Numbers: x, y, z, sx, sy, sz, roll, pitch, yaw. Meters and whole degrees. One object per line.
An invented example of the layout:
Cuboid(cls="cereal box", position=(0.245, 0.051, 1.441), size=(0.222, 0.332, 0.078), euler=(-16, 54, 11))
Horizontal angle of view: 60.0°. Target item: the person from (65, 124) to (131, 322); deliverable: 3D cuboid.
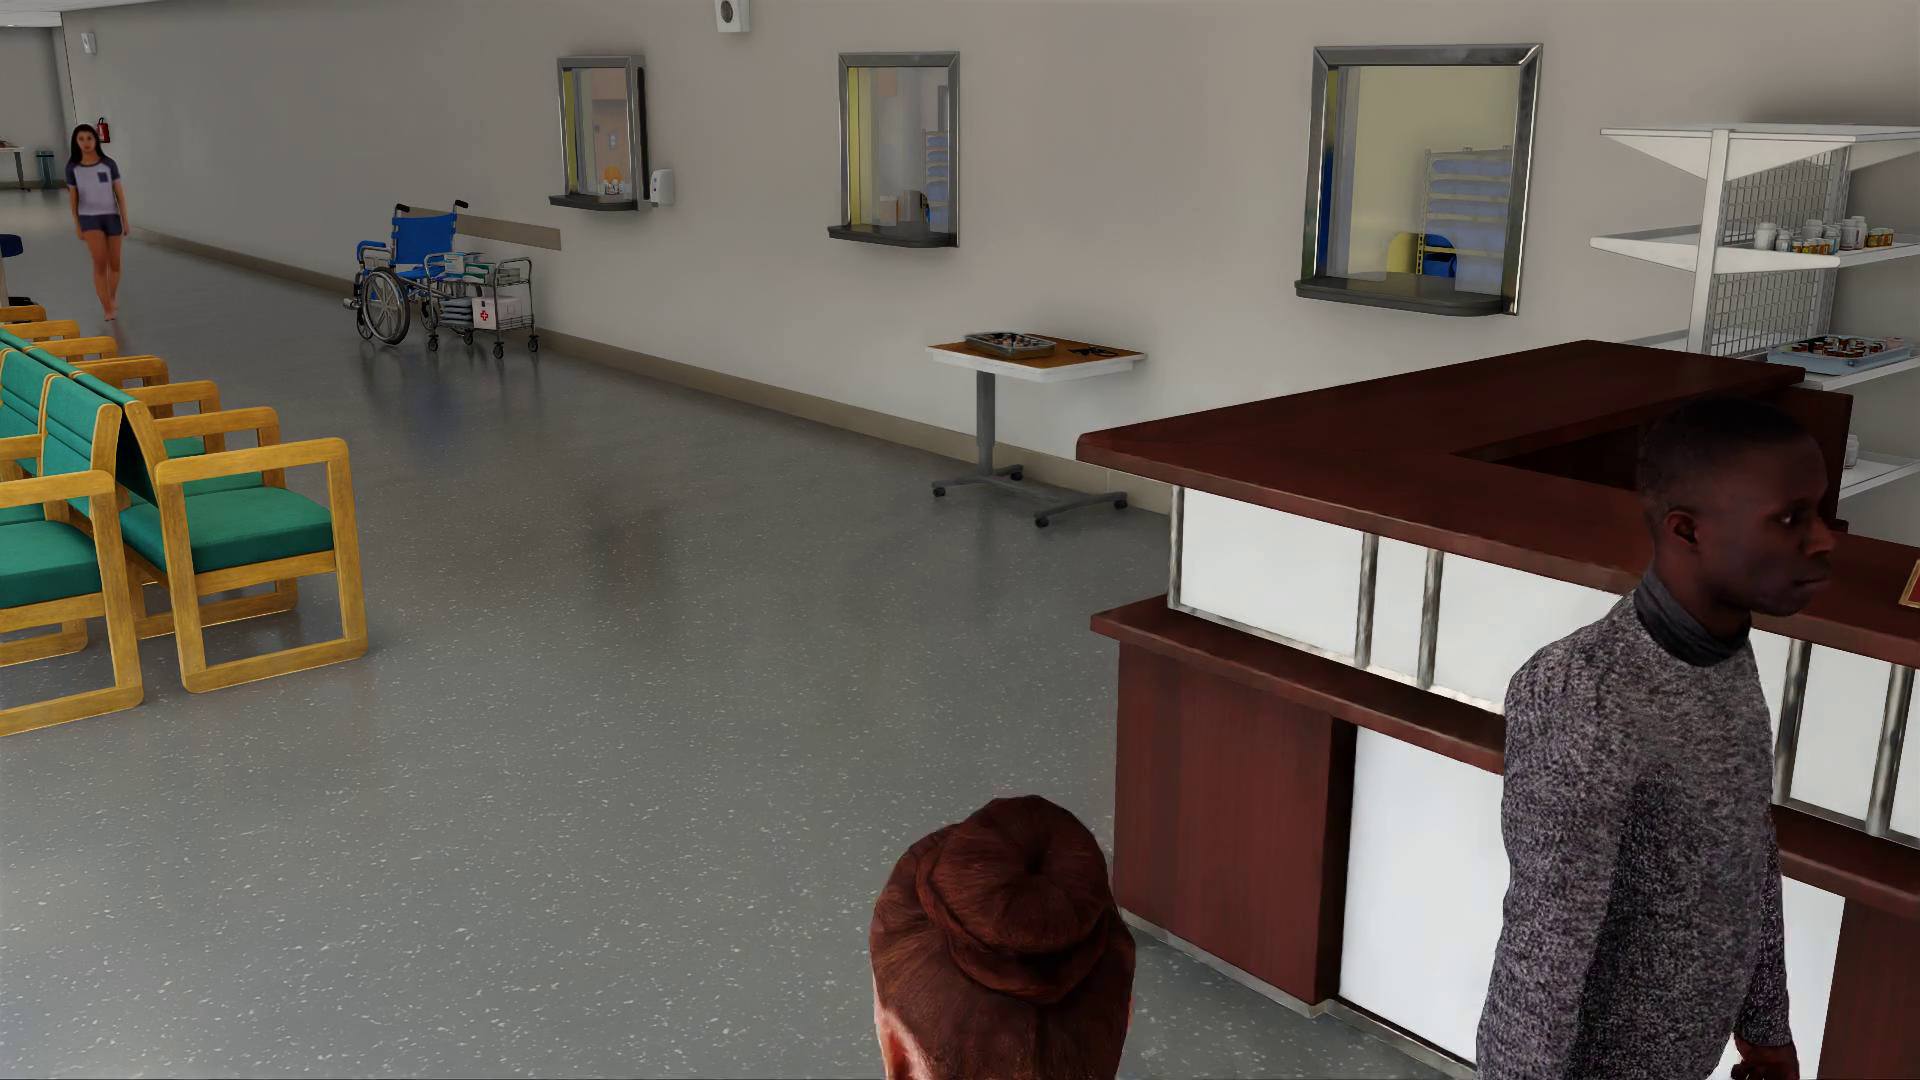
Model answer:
Cuboid(cls="person", position=(-7.701, -2.823, 14.921), size=(1.102, 1.692, 0.717), euler=(-11, 19, -33))

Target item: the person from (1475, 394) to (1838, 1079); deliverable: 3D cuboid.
Cuboid(cls="person", position=(0.755, 0.691, 2.217), size=(0.853, 1.822, 0.675), euler=(9, 18, 29))
